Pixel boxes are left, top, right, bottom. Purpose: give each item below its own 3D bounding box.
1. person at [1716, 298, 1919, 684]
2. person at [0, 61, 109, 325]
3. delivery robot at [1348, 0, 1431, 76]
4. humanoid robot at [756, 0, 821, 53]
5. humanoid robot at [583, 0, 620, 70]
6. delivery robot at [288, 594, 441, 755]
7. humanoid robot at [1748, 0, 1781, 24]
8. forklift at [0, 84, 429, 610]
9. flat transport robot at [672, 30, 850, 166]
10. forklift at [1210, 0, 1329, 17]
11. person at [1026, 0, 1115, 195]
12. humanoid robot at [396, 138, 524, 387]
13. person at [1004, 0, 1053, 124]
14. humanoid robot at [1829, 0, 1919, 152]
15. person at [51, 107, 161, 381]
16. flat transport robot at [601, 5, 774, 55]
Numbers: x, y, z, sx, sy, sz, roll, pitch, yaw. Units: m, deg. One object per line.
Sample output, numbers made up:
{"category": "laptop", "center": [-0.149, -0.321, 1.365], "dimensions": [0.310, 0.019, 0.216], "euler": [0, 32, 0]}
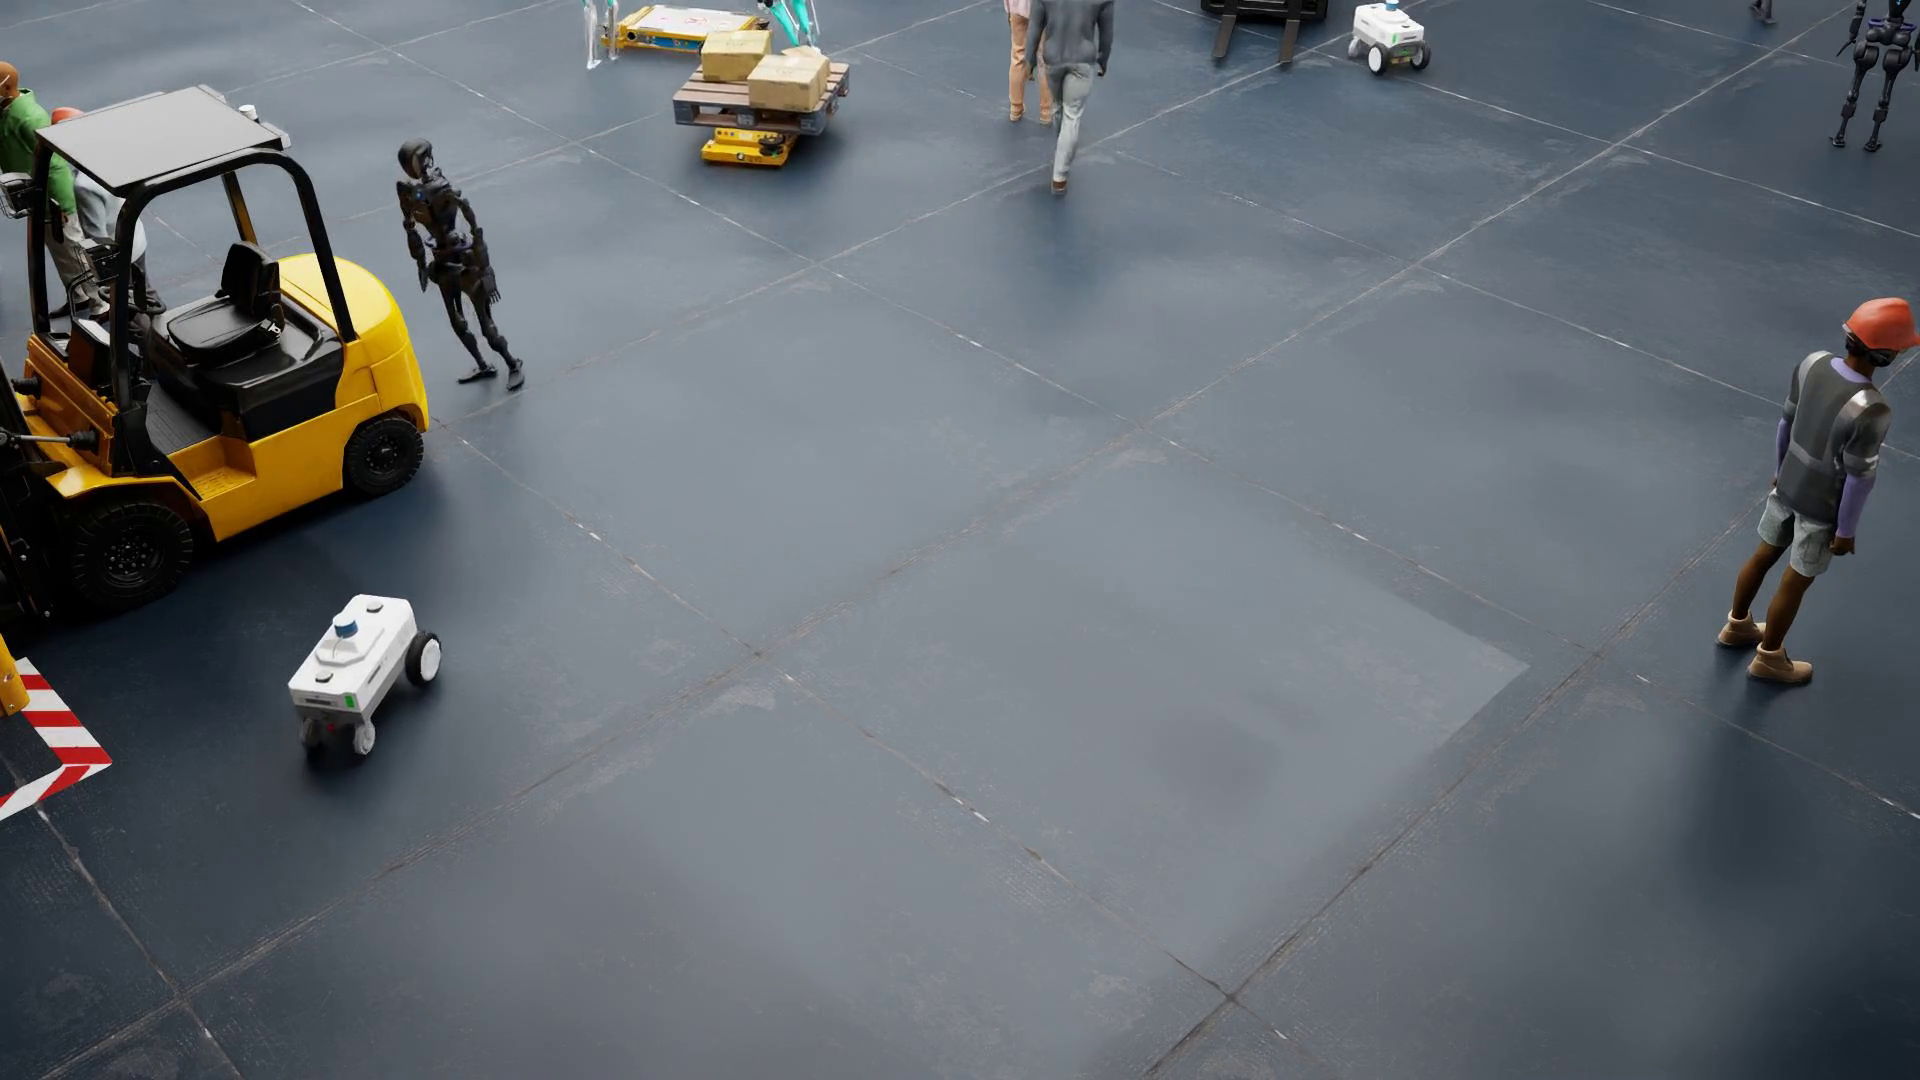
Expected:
{"category": "person", "center": [4.031, -0.223, 7.816], "dimensions": [0.371, 2.044, 0.605], "euler": [-6, 37, -8]}
{"category": "person", "center": [-5.881, -2.206, 10.686], "dimensions": [0.541, 1.784, 0.383], "euler": [26, 44, 30]}
{"category": "delivery robot", "center": [3.797, -4.463, 14.744], "dimensions": [0.523, 0.609, 0.780], "euler": [-12, 38, -15]}
{"category": "humanoid robot", "center": [-1.369, -4.454, 13.793], "dimensions": [0.536, 1.868, 0.661], "euler": [-21, 42, -26]}
{"category": "humanoid robot", "center": [-3.222, -4.963, 14.467], "dimensions": [0.531, 1.845, 0.758], "euler": [2, 37, 3]}
{"category": "delivery robot", "center": [-2.878, 0.597, 7.947], "dimensions": [0.499, 0.580, 0.776], "euler": [6, 37, 8]}
{"category": "humanoid robot", "center": [7.697, -5.613, 15.355], "dimensions": [0.612, 1.634, 0.691], "euler": [-8, 38, -11]}
{"category": "forklift", "center": [-4.145, -1.093, 8.856], "dimensions": [2.313, 2.155, 1.214], "euler": [-31, 47, -34]}
{"category": "flat transport robot", "center": [-1.595, -3.453, 13.619], "dimensions": [0.659, 0.231, 1.431], "euler": [7, 37, 9]}
{"category": "forklift", "center": [3.106, -6.400, 15.960], "dimensions": [1.214, 2.155, 2.313], "euler": [8, 37, 10]}
{"category": "person", "center": [0.826, -3.618, 12.495], "dimensions": [0.636, 1.871, 0.992], "euler": [8, 38, 11]}
{"category": "humanoid robot", "center": [-3.027, -1.678, 10.066], "dimensions": [0.606, 1.637, 0.421], "euler": [15, 39, 19]}
{"category": "person", "center": [0.599, -4.236, 13.401], "dimensions": [0.530, 1.783, 0.400], "euler": [11, 38, 15]}
{"category": "humanoid robot", "center": [7.237, -3.896, 13.023], "dimensions": [0.599, 1.657, 0.315], "euler": [17, 40, 22]}
{"category": "person", "center": [-5.183, -1.807, 10.187], "dimensions": [0.347, 1.739, 0.571], "euler": [-3, 37, -4]}
{"category": "flat transport robot", "center": [-2.489, -4.642, 15.211], "dimensions": [1.431, 0.231, 0.659], "euler": [9, 38, 12]}
